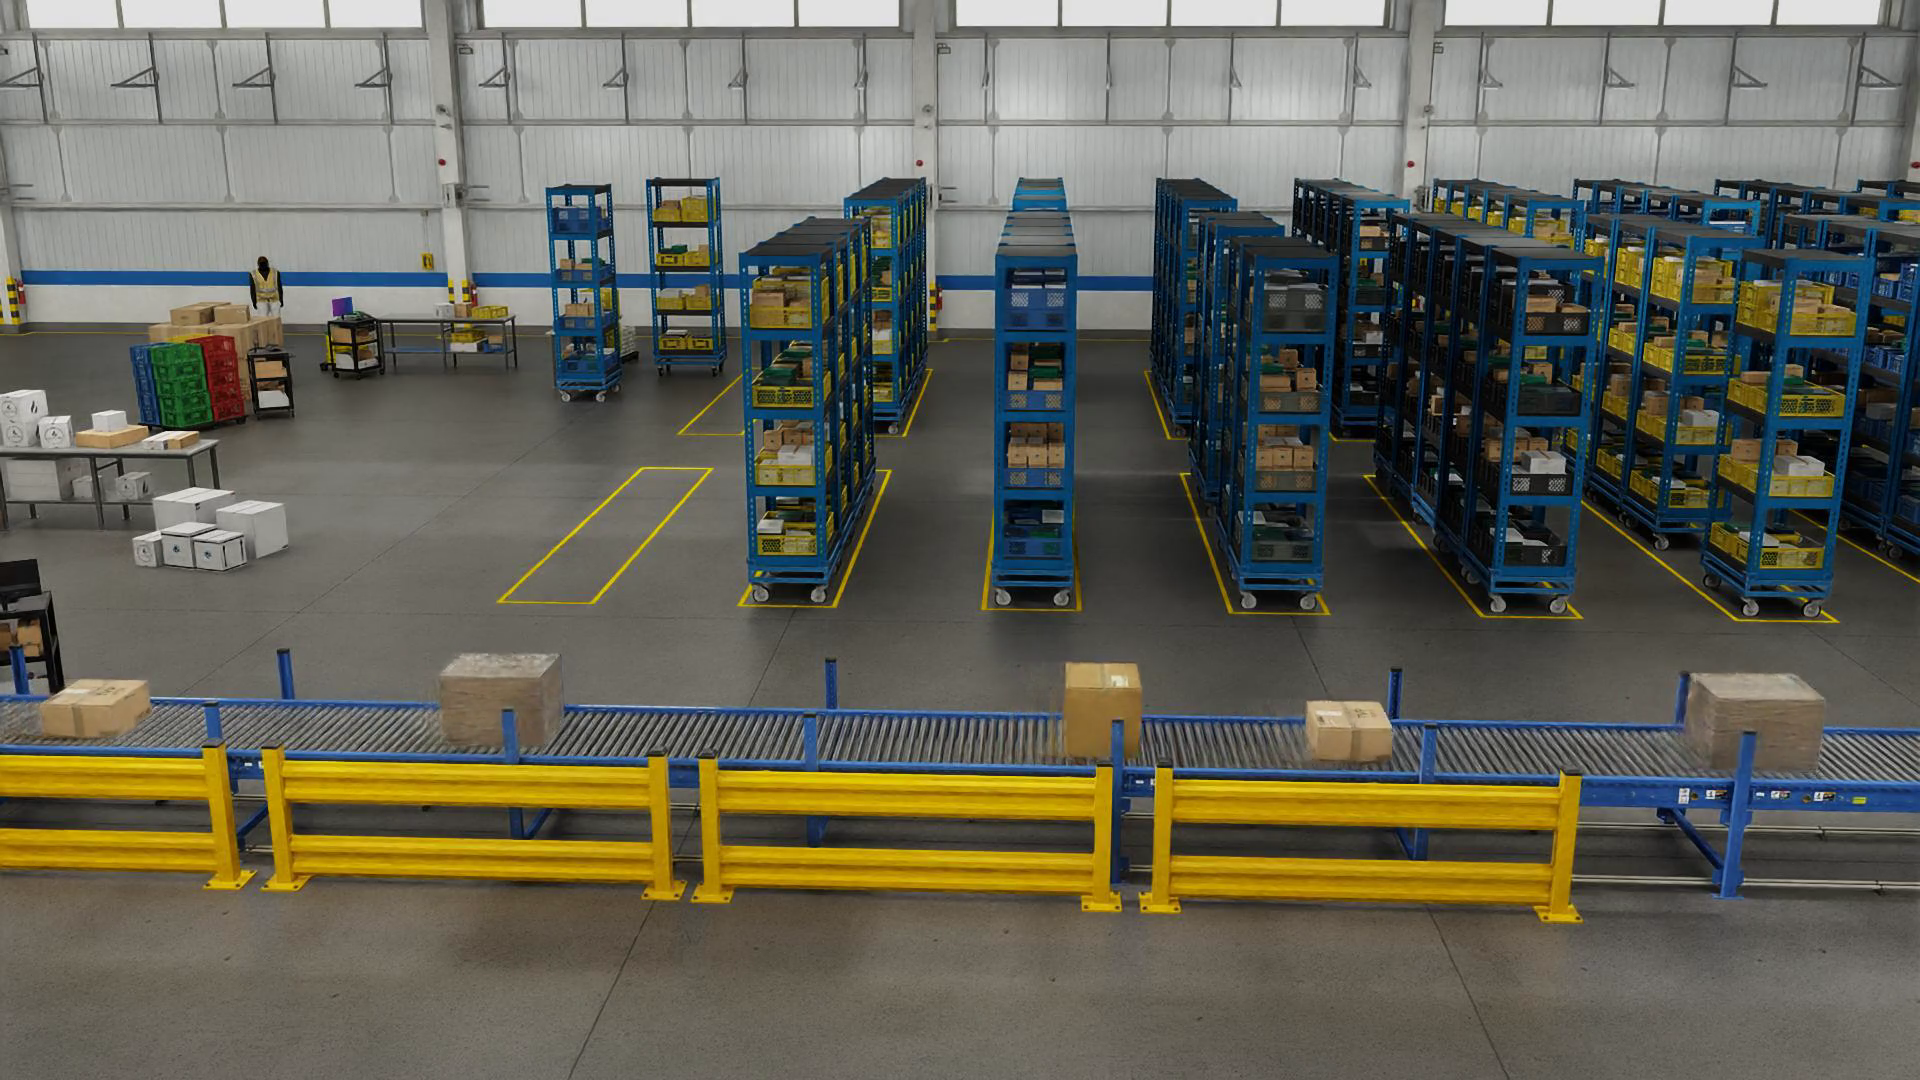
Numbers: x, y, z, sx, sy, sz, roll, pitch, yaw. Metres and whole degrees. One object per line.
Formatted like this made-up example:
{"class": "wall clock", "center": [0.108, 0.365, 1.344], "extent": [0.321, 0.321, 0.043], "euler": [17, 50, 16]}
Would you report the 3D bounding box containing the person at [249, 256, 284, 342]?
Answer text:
{"class": "person", "center": [-14.392, -4.978, 34.561], "extent": [0.634, 1.831, 0.429], "euler": [-7, 17, -24]}
